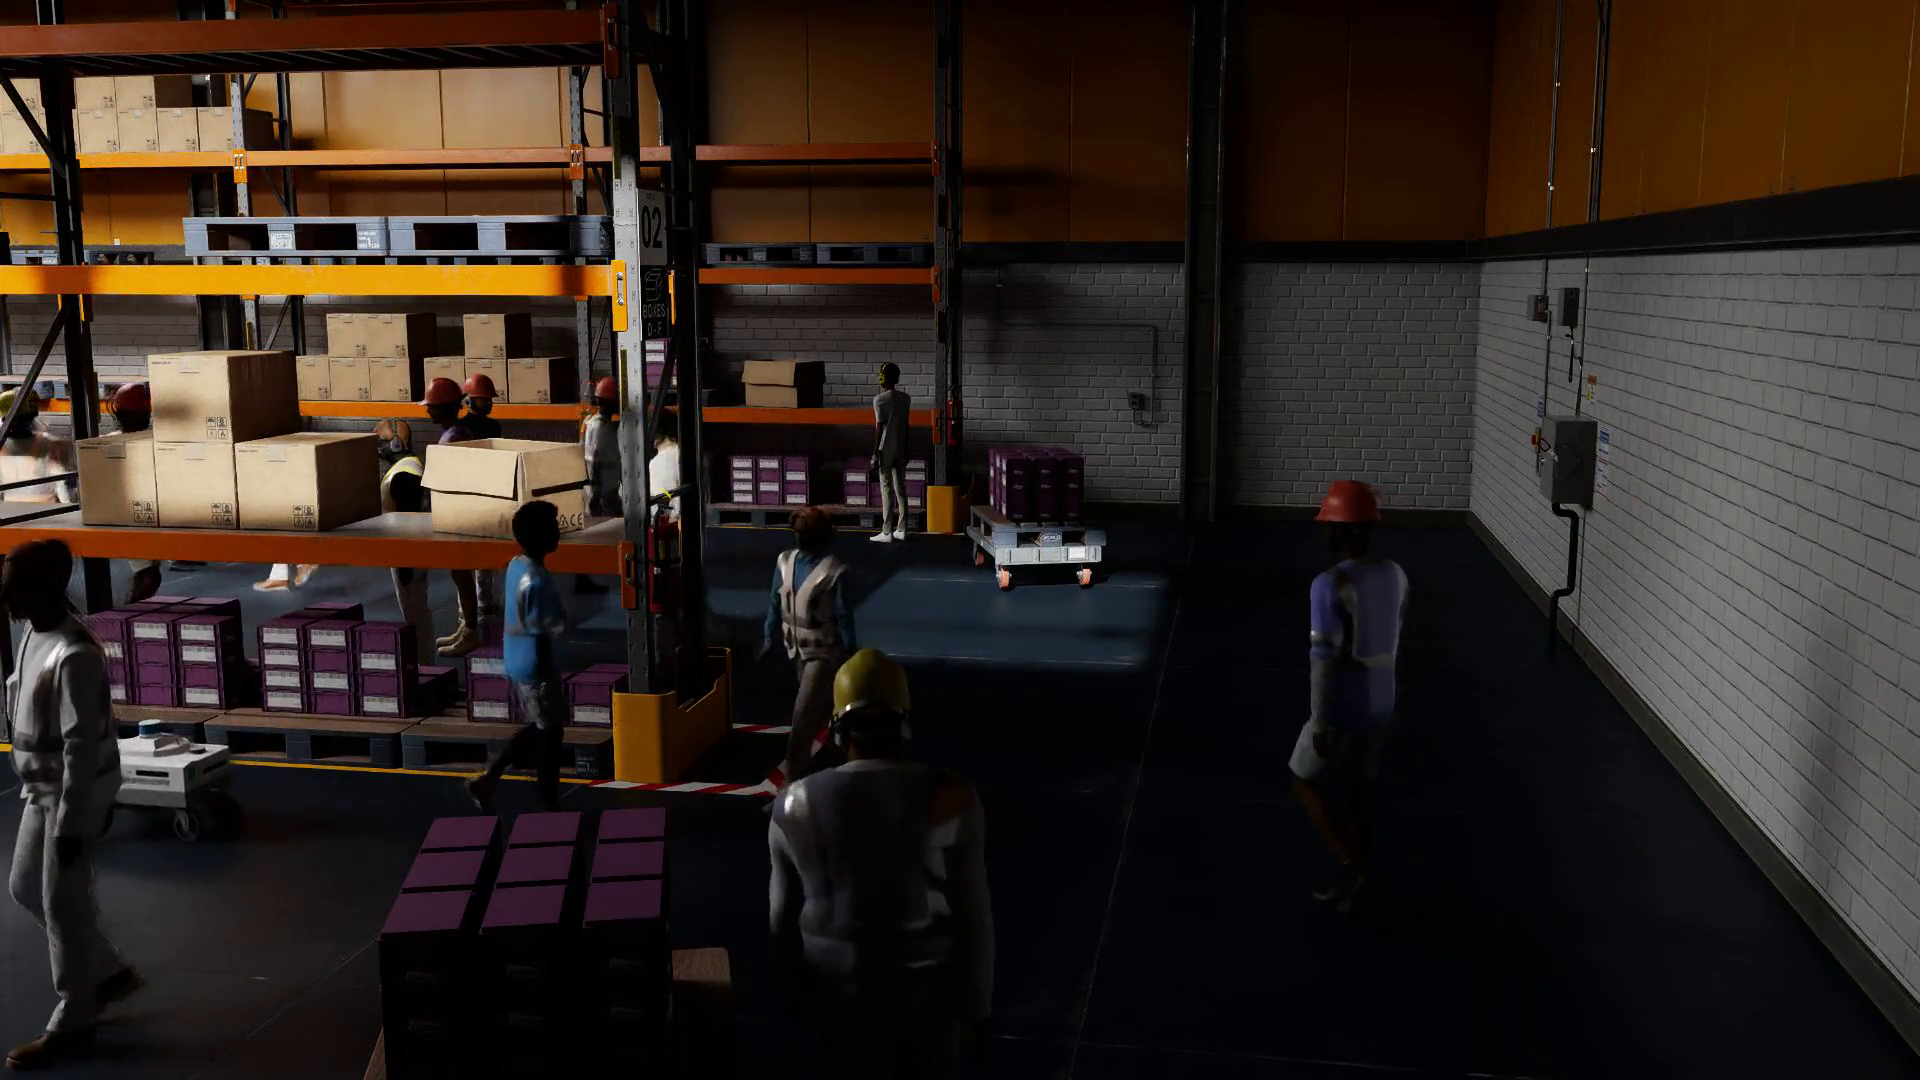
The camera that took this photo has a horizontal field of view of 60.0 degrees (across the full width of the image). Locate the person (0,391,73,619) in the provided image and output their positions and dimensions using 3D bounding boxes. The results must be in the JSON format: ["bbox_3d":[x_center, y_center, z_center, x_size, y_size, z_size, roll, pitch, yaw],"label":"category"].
[{"bbox_3d":[-7.028,-0.177,12.562,0.622,1.910,0.442,0,9,0],"label":"person"}]

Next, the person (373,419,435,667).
[{"bbox_3d":[-3.710,0.104,11.107,0.430,1.835,0.621,-3,10,-21],"label":"person"}]

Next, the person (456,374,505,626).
[{"bbox_3d":[-3.809,-0.326,13.247,0.397,1.992,0.621,3,10,19],"label":"person"}]

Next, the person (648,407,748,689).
[{"bbox_3d":[-1.836,0.066,11.066,0.700,1.916,0.633,4,10,25],"label":"person"}]

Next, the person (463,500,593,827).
[{"bbox_3d":[-2.140,0.637,8.221,0.520,1.682,0.548,-5,10,-28],"label":"person"}]

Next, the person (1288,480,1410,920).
[{"bbox_3d":[1.677,0.703,7.111,0.554,1.921,0.457,-6,11,-31],"label":"person"}]

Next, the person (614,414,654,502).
[{"bbox_3d":[-3.140,-0.642,15.890,0.946,1.780,0.612,-2,9,-14],"label":"person"}]

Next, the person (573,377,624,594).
[{"bbox_3d":[-2.965,-0.460,14.405,0.910,1.893,0.566,-3,10,-17],"label":"person"}]

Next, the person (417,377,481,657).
[{"bbox_3d":[-3.717,-0.169,12.149,0.399,2.035,0.605,-3,9,-15],"label":"person"}]

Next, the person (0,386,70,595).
[{"bbox_3d":[-7.875,-0.384,14.093,0.429,1.841,0.625,1,9,9],"label":"person"}]

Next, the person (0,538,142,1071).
[{"bbox_3d":[-3.222,0.919,5.904,0.445,1.872,0.630,-8,12,-41],"label":"person"}]

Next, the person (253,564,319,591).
[{"bbox_3d":[-5.931,-0.490,14.490,0.521,1.923,0.644,-2,9,-9],"label":"person"}]

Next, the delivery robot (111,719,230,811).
[{"bbox_3d":[-4.030,1.141,8.312,0.707,0.478,0.477,2,9,11],"label":"delivery robot"}]

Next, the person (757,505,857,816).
[{"bbox_3d":[-0.737,0.591,8.809,0.516,1.596,0.869,9,13,44],"label":"person"}]

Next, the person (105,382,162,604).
[{"bbox_3d":[-5.811,-0.109,11.858,0.606,2.019,0.612,2,9,12],"label":"person"}]

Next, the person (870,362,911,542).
[{"bbox_3d":[-0.730,-0.909,17.253,0.322,1.871,0.531,8,12,41],"label":"person"}]

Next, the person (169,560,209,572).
[{"bbox_3d":[-7.210,-0.551,15.456,0.470,1.726,0.543,0,9,1],"label":"person"}]

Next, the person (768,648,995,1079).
[{"bbox_3d":[-0.211,1.174,4.586,0.603,1.782,0.908,0,9,-1],"label":"person"}]
